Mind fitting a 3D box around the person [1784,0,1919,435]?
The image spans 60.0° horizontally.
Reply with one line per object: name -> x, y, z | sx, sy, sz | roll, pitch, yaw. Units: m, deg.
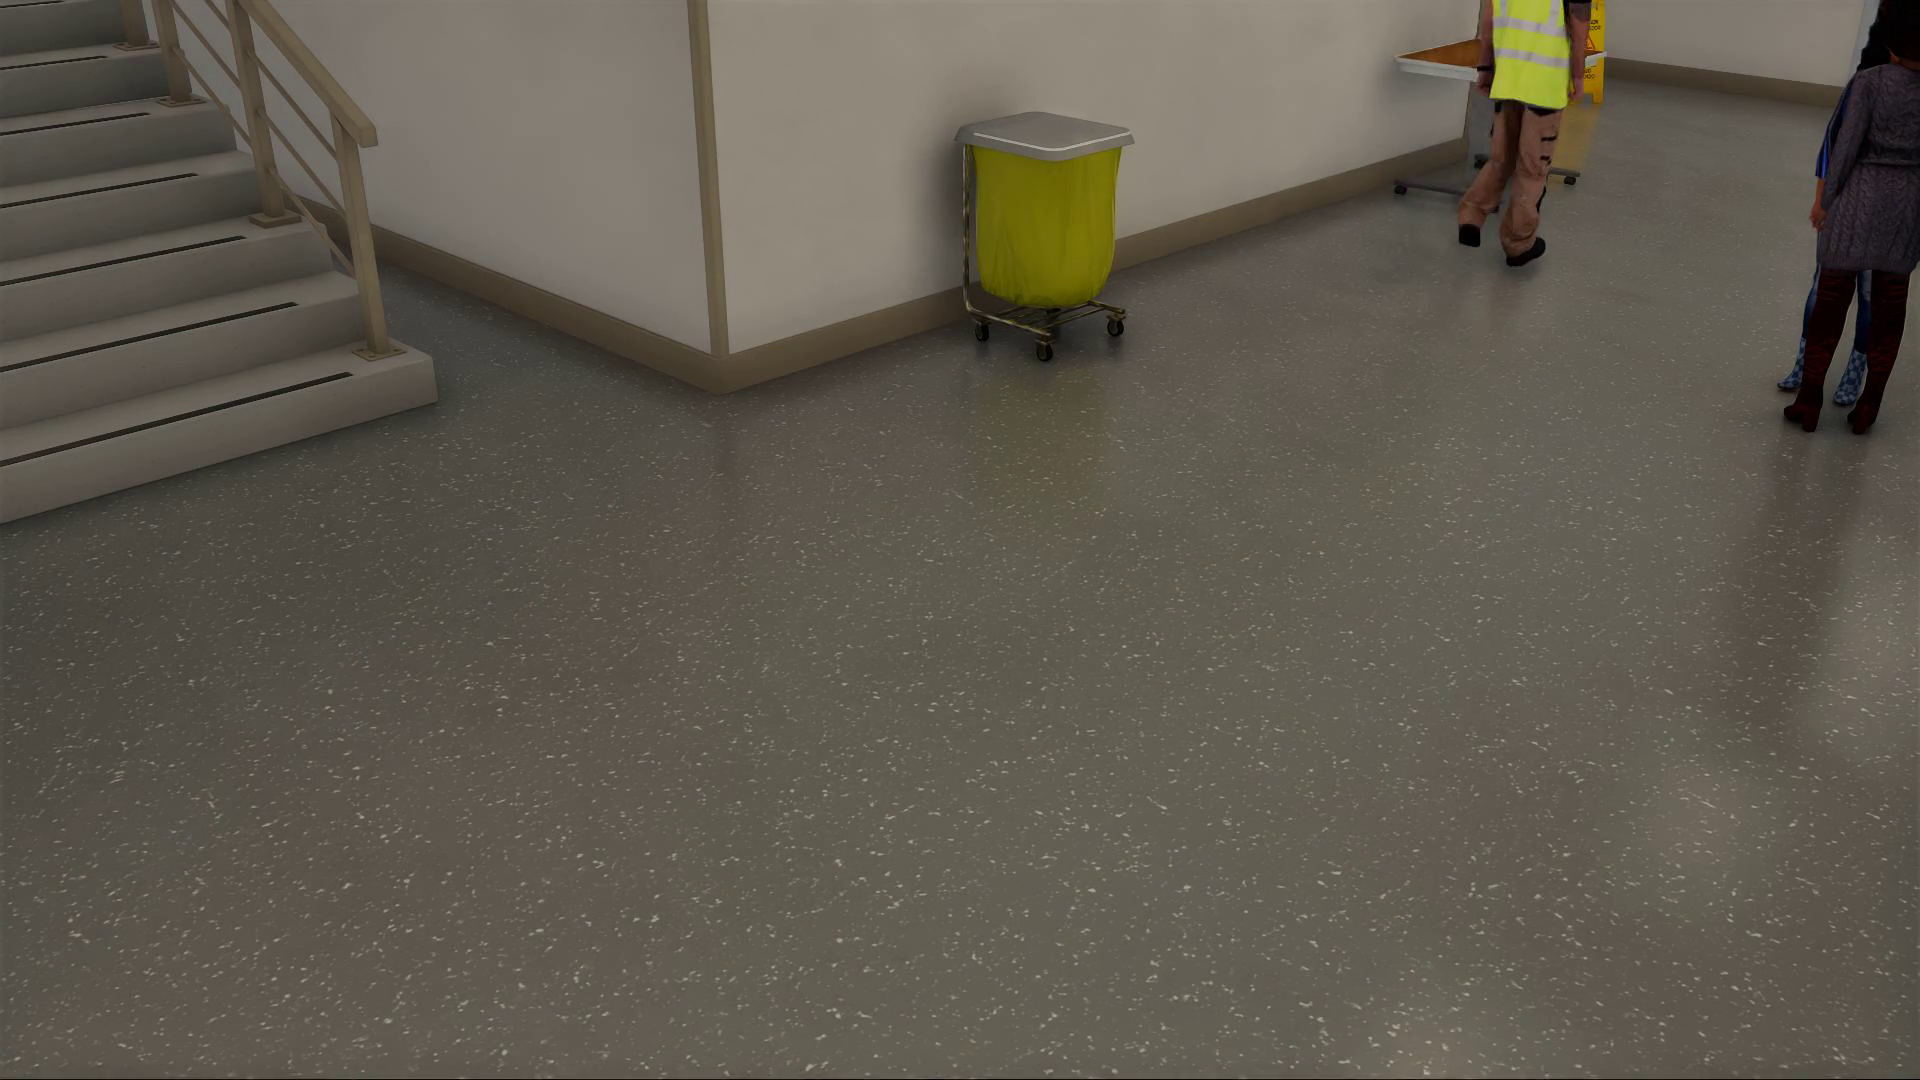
person -> 3.501, -1.239, 6.339 | 0.616, 1.709, 0.726 | 6, 26, 12

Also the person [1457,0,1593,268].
person -> 2.827, -2.267, 8.327 | 0.775, 1.835, 0.720 | -21, 33, -36

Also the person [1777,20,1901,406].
person -> 3.647, -1.344, 6.674 | 0.674, 1.607, 0.498 | -21, 33, -37
